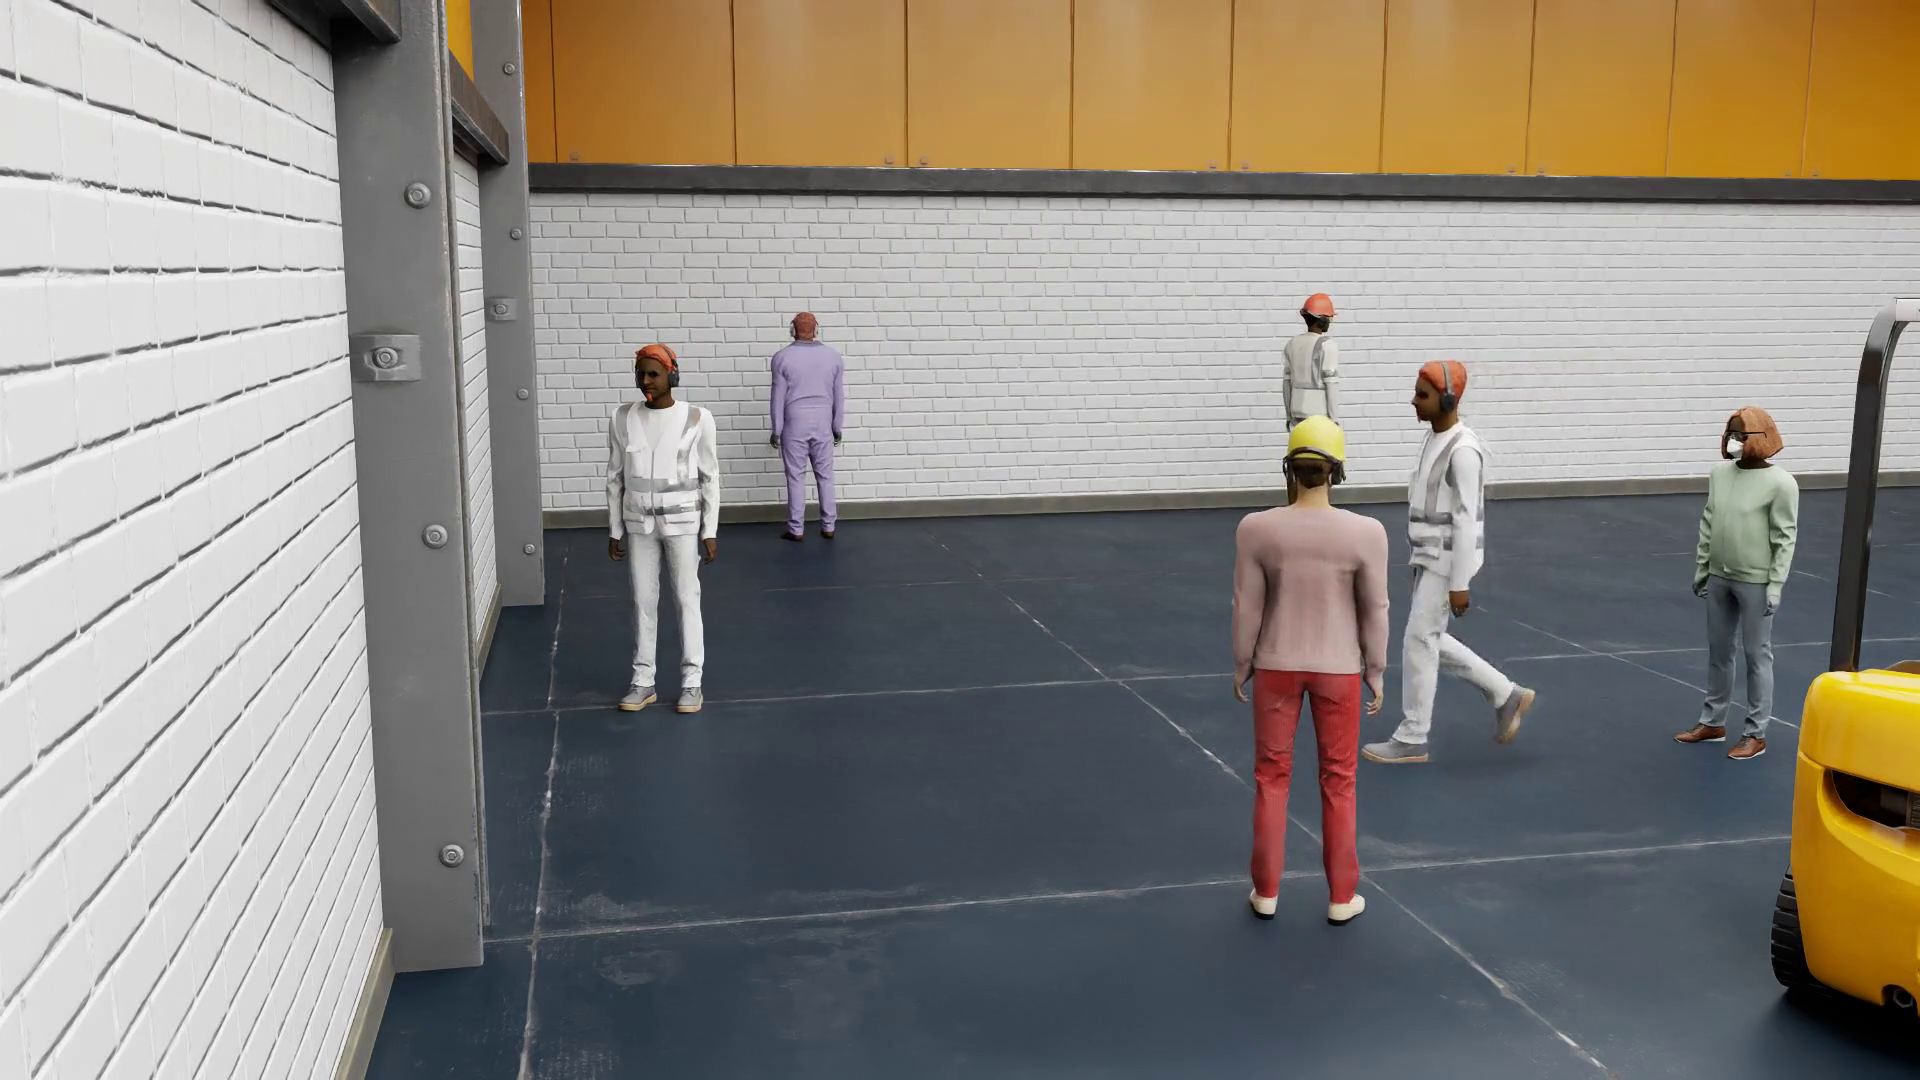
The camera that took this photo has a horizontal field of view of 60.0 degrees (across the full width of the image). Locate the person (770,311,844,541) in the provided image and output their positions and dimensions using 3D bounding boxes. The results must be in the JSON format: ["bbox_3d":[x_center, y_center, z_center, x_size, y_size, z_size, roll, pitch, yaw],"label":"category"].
[{"bbox_3d":[-1.283,-0.943,13.837,0.651,1.905,0.403,-4,10,-25],"label":"person"}]

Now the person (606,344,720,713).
[{"bbox_3d":[-1.518,-0.054,8.480,0.587,1.882,0.342,1,9,8],"label":"person"}]

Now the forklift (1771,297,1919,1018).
[{"bbox_3d":[3.542,0.334,5.177,2.313,2.155,1.214,-9,13,-43],"label":"forklift"}]

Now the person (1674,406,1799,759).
[{"bbox_3d":[3.624,0.194,7.731,0.278,1.634,0.498,-4,10,-22],"label":"person"}]

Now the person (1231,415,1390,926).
[{"bbox_3d":[1.209,0.451,5.773,0.533,1.764,0.330,3,10,16],"label":"person"}]

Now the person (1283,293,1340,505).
[{"bbox_3d":[3.043,-1.092,14.321,0.390,2.045,0.607,-5,11,-30],"label":"person"}]

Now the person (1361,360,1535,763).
[{"bbox_3d":[2.245,0.109,7.546,0.696,1.860,0.582,1,9,4],"label":"person"}]
